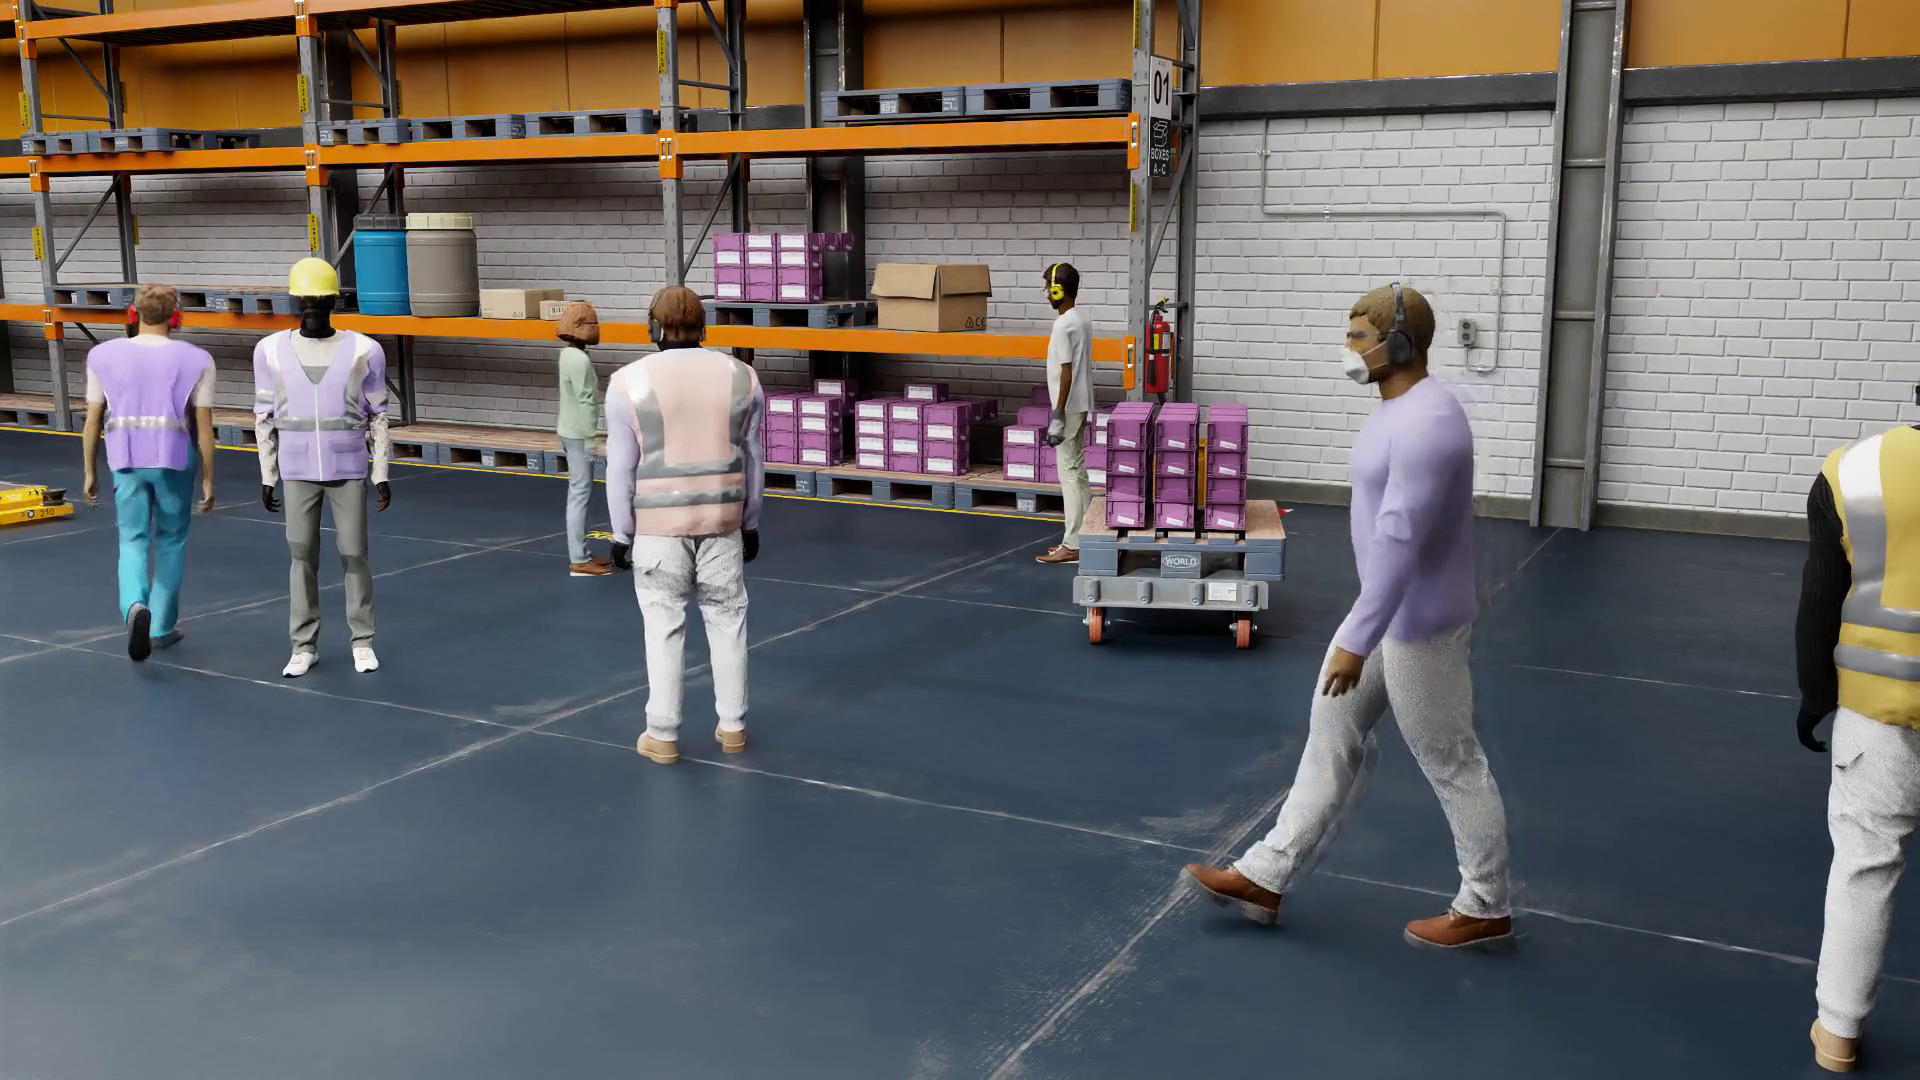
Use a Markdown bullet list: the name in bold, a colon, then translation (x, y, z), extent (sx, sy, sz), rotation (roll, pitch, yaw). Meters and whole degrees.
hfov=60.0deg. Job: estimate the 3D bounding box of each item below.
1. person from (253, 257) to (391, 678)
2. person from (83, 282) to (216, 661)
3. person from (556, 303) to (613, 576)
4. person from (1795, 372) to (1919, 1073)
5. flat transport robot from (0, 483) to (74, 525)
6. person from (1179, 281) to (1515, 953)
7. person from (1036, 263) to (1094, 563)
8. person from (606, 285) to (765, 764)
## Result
- **person**: translation (-2.935, -0.330, 7.688), extent (0.585, 1.930, 0.366), rotation (-3, 11, -14)
- **person**: translation (-3.877, -0.319, 7.967), extent (0.609, 1.809, 0.731), rotation (-3, 11, -15)
- **person**: translation (-2.261, -0.601, 10.000), extent (0.300, 1.634, 0.502), rotation (-4, 11, -19)
- **person**: translation (2.319, 0.398, 3.932), extent (0.634, 1.843, 0.429), rotation (7, 12, 32)
- **flat transport robot**: translation (-7.162, -0.284, 11.986), extent (1.431, 0.197, 0.652), rotation (5, 12, 26)
- **person**: translation (1.136, 0.238, 4.660), extent (0.993, 1.886, 0.652), rotation (0, 10, 2)
- **person**: translation (0.656, -0.780, 10.340), extent (0.334, 1.865, 0.521), rotation (4, 11, 21)
- **person**: translation (-1.058, -0.057, 6.432), extent (0.636, 1.841, 0.429), rotation (-5, 12, -27)
